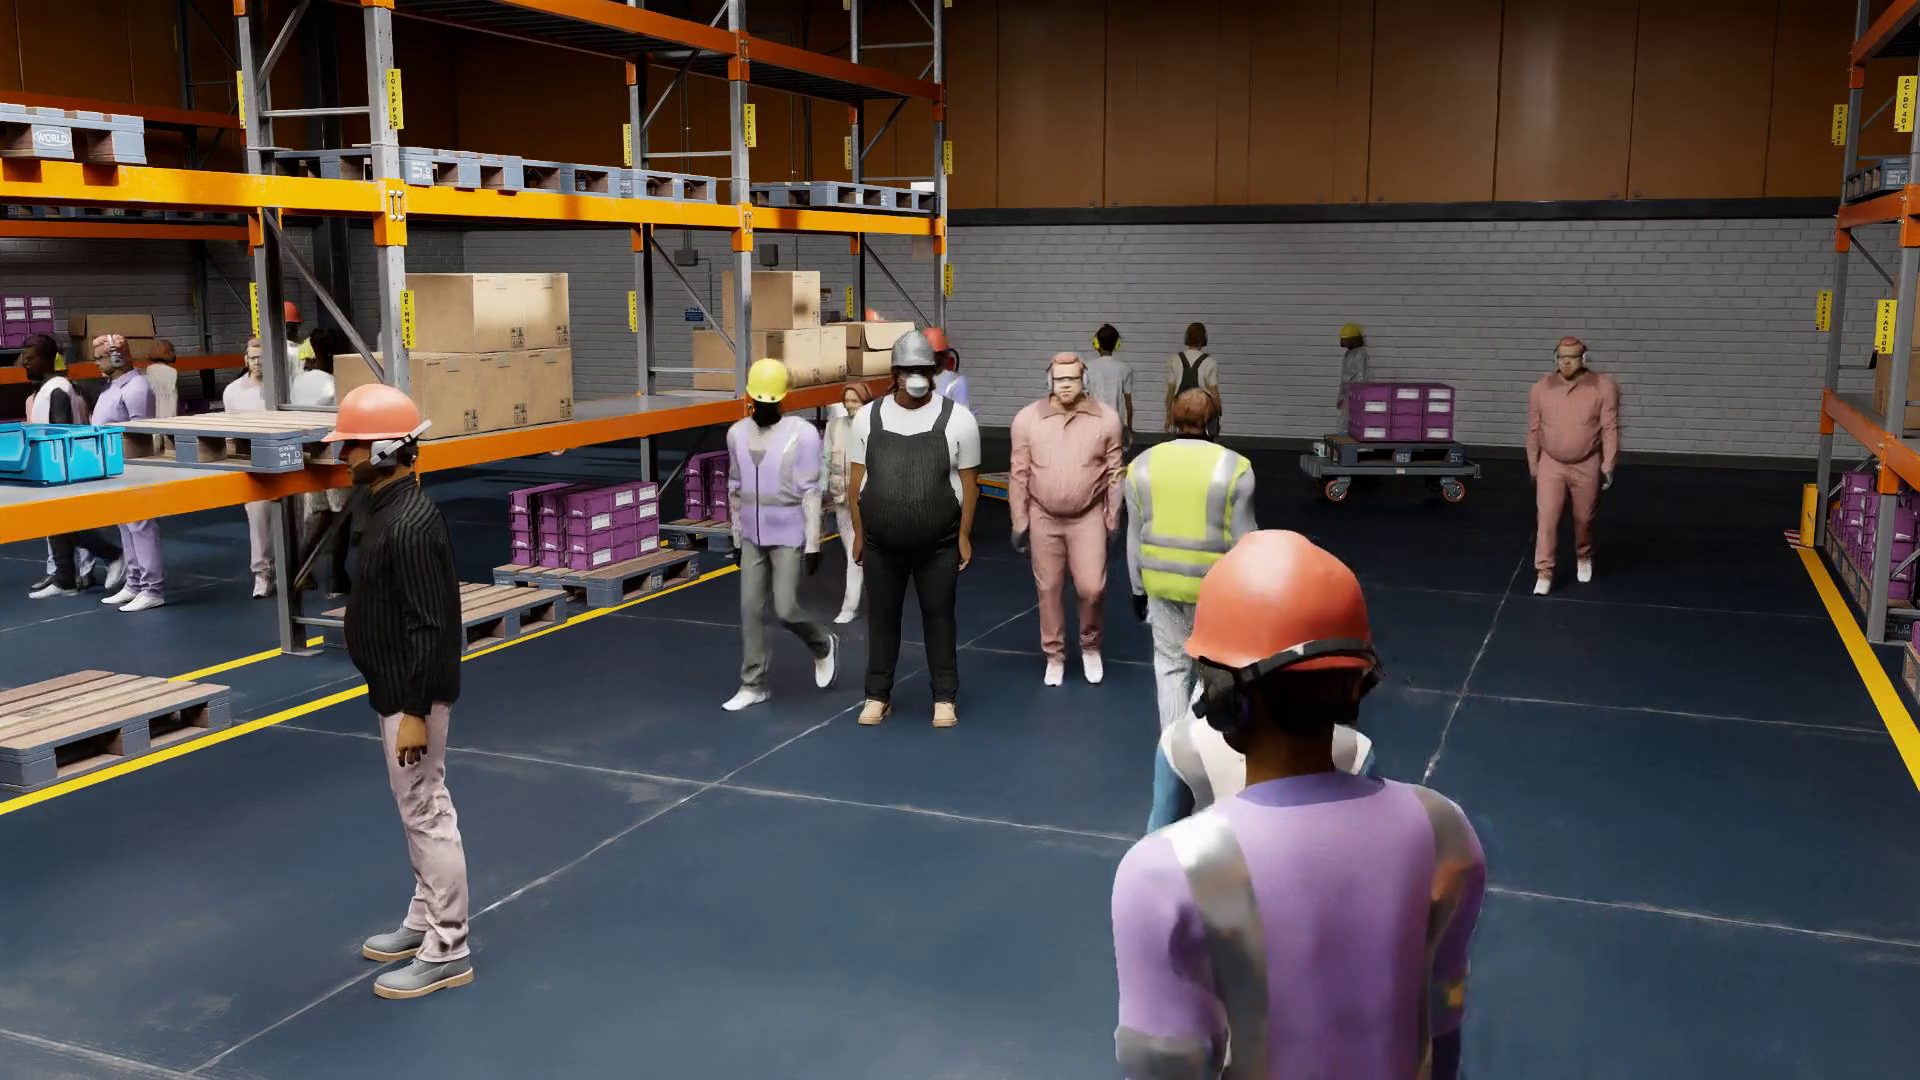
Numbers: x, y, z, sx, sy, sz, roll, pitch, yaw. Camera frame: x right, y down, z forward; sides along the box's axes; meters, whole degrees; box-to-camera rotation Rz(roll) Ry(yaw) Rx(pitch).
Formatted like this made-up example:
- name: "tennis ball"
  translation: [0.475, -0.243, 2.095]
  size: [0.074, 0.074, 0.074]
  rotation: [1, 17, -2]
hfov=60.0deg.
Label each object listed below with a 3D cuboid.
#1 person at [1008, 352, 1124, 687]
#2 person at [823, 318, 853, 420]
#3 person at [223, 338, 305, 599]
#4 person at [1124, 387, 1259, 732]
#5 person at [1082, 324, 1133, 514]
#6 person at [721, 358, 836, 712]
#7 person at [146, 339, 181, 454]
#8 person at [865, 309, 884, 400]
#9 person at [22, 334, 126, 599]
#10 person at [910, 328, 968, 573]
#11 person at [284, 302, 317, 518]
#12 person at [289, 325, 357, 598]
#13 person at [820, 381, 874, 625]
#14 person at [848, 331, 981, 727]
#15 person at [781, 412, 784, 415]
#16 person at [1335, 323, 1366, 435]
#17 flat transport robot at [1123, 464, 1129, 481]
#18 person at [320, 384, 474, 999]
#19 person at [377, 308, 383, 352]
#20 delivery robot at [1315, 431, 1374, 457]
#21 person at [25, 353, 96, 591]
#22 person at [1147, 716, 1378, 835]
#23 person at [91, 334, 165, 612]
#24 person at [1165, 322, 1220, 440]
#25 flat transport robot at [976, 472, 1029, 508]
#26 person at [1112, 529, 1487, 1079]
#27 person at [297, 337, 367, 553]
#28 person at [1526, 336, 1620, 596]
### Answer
- name: "person"
  translation: [0.591, -0.103, 9.325]
  size: [0.641, 1.893, 0.448]
  rotation: [1, 9, 7]
- name: "person"
  translation: [-1.254, -1.653, 18.986]
  size: [0.663, 1.805, 0.680]
  rotation: [-3, 10, -17]
- name: "person"
  translation: [-5.030, -0.555, 12.185]
  size: [0.639, 1.861, 0.997]
  rotation: [-3, 10, -15]
- name: "person"
  translation: [1.046, 0.223, 7.529]
  size: [0.650, 1.827, 0.448]
  rotation: [5, 11, 30]
- name: "person"
  translation: [1.257, -0.969, 14.654]
  size: [0.555, 1.858, 0.397]
  rotation: [-2, 10, -12]
- name: "person"
  translation: [-0.948, -0.037, 8.908]
  size: [0.618, 1.895, 0.618]
  rotation: [6, 11, 30]
- name: "person"
  translation: [-8.450, -1.324, 17.591]
  size: [0.507, 1.600, 0.815]
  rotation: [5, 11, 28]
- name: "person"
  translation: [-1.024, -1.583, 18.270]
  size: [0.973, 1.885, 0.562]
  rotation: [-2, 10, -11]
- name: "person"
  translation: [-6.344, -0.519, 11.828]
  size: [0.558, 1.897, 0.619]
  rotation: [-6, 11, -33]
- name: "person"
  translation: [-0.207, -0.693, 12.919]
  size: [0.565, 1.879, 1.002]
  rotation: [3, 10, 19]
- name: "person"
  translation: [-6.089, -1.139, 15.135]
  size: [0.615, 2.042, 0.374]
  rotation: [4, 10, 21]
- name: "person"
  translation: [-4.506, -0.544, 11.807]
  size: [0.634, 1.947, 0.460]
  rotation: [5, 10, 26]
- name: "person"
  translation: [-0.670, -0.282, 11.269]
  size: [0.513, 1.605, 0.796]
  rotation: [6, 11, 33]
- name: "person"
  translation: [-0.250, -0.047, 8.528]
  size: [0.683, 2.000, 0.537]
  rotation: [1, 9, 7]
- name: "person"
  translation: [-2.000, -1.301, 16.958]
  size: [0.533, 1.768, 0.310]
  rotation: [6, 11, 33]
- name: "person"
  translation: [4.399, -1.587, 18.788]
  size: [0.516, 1.721, 0.514]
  rotation: [0, 9, -1]
- name: "flat transport robot"
  translation: [1.361, -0.645, 17.498]
  size: [1.431, 0.197, 0.652]
  rotation: [-5, 11, -29]
- name: "person"
  translation: [-1.825, 0.487, 5.431]
  size: [0.396, 1.992, 0.623]
  rotation: [-4, 10, -23]
- name: "person"
  translation: [-7.239, -2.081, 21.422]
  size: [0.363, 1.858, 0.688]
  rotation: [6, 11, 32]
- name: "delivery robot"
  translation: [4.264, -0.959, 18.260]
  size: [0.707, 0.478, 0.477]
  rotation: [0, 9, 1]
- name: "person"
  translation: [-6.582, -0.505, 12.136]
  size: [0.524, 1.769, 0.308]
  rotation: [2, 10, 11]
- name: "person"
  translation: [0.706, 0.931, 3.911]
  size: [0.542, 1.607, 0.771]
  rotation: [2, 10, 14]
- name: "person"
  translation: [-5.755, -0.460, 11.458]
  size: [0.406, 1.901, 0.639]
  rotation: [-8, 12, -40]
- name: "person"
  translation: [2.238, -1.180, 16.034]
  size: [0.533, 1.827, 0.453]
  rotation: [3, 10, 18]
- name: "flat transport robot"
  translation: [0.606, -0.520, 16.742]
  size: [0.652, 0.197, 1.431]
  rotation: [-6, 11, -31]
- name: "person"
  translation: [0.511, 0.994, 2.358]
  size: [0.621, 2.004, 1.006]
  rotation: [-4, 10, -21]
- name: "person"
  translation: [-5.218, -0.780, 13.715]
  size: [0.602, 1.799, 0.902]
  rotation: [2, 10, 13]
- name: "person"
  translation: [4.481, -0.562, 12.186]
  size: [0.646, 1.870, 0.943]
  rotation: [4, 10, 25]
